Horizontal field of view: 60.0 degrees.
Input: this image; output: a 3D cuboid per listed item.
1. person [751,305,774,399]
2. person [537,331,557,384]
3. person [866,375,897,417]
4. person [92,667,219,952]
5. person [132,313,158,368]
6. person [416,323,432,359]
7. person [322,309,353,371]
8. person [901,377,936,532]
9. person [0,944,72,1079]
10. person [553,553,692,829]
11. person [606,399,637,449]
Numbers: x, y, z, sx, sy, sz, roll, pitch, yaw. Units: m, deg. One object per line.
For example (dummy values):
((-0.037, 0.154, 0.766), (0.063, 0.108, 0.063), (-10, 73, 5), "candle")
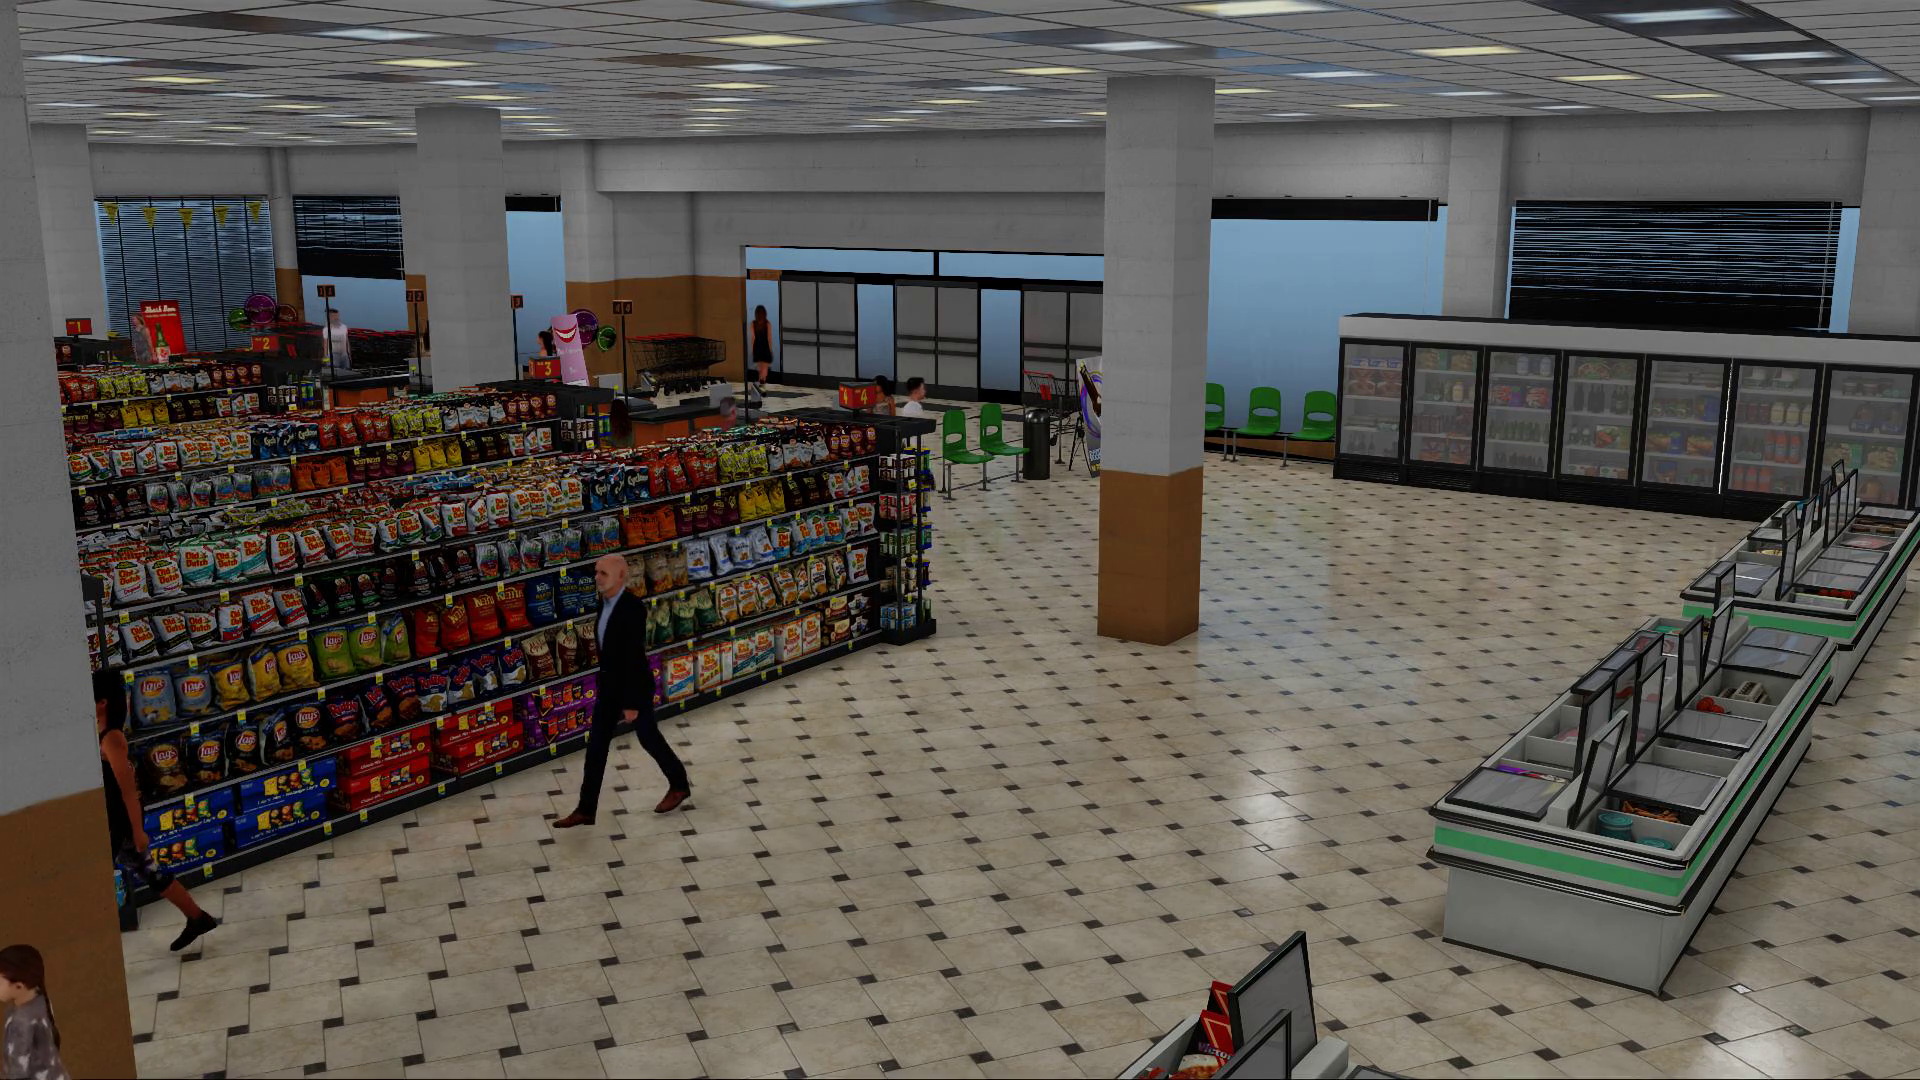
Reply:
((-3.882, -3.653, 32.460), (0.831, 1.822, 0.945), (0, 12, 1), "person")
((-6.945, -2.652, 27.941), (0.768, 1.726, 0.667), (1, 12, 5), "person")
((-1.045, -1.380, 22.102), (0.694, 1.642, 0.603), (5, 13, 22), "person")
((-4.306, 1.459, 8.662), (1.152, 1.625, 0.795), (-9, 15, -37), "person")
((-15.818, -3.579, 32.510), (0.669, 1.657, 1.171), (6, 13, 27), "person")
((-9.427, -2.981, 29.412), (0.773, 1.763, 0.848), (-6, 13, -26), "person")
((-11.803, -3.440, 31.424), (0.710, 1.833, 0.846), (8, 15, 35), "person")
((-0.652, -1.007, 19.808), (0.820, 1.858, 0.759), (-2, 12, -8), "person")
((-3.535, 2.143, 6.504), (0.900, 1.176, 0.733), (-6, 13, -26), "person")
((-2.074, 0.963, 10.697), (0.830, 1.757, 1.230), (11, 16, 43), "person")
((-4.258, -1.036, 20.876), (0.497, 1.475, 0.672), (-12, 17, -44), "person")
